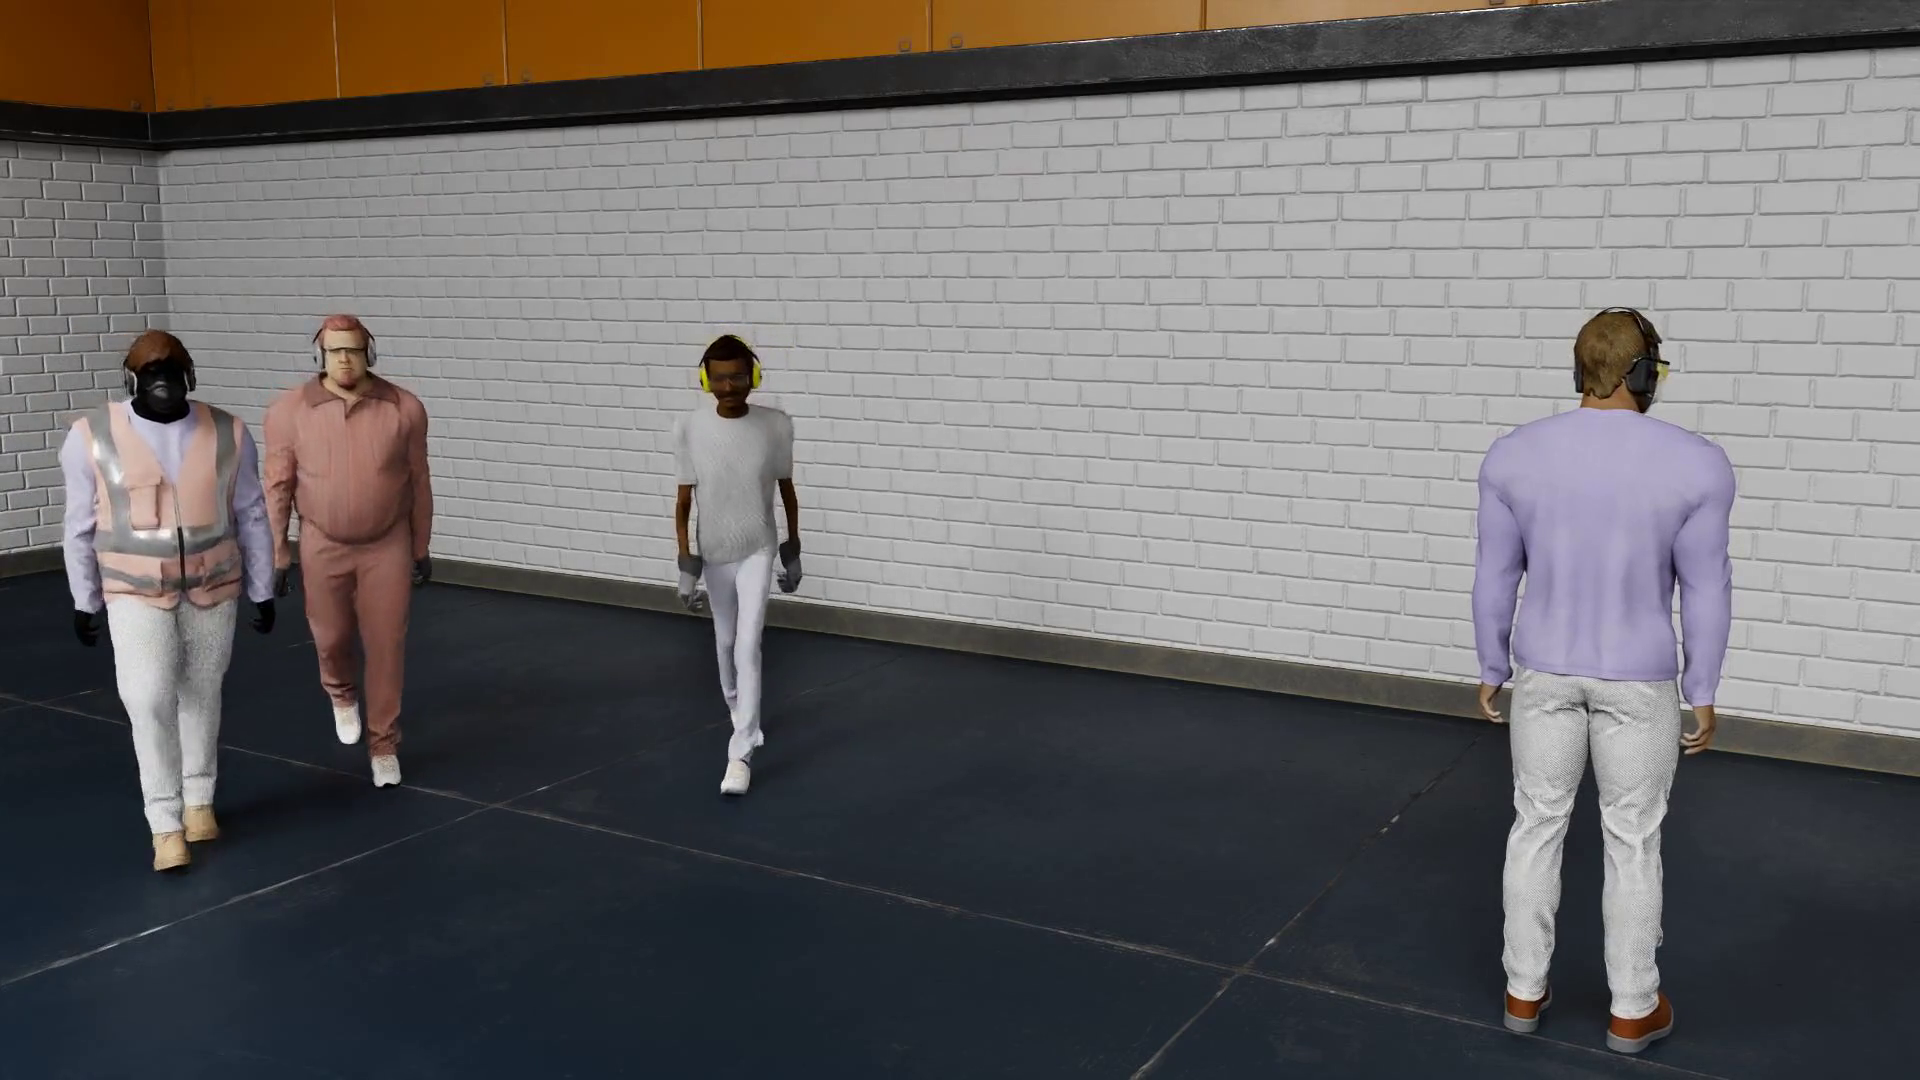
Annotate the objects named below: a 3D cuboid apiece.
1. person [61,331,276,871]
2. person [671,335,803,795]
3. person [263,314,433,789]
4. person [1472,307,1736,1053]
[{"bbox_3d":[-2.668,0.206,5.714,0.654,1.819,0.756,-7,11,-36],"label":"person"},{"bbox_3d":[-0.897,0.058,6.777,0.504,1.798,1.006,-1,9,-4],"label":"person"},{"bbox_3d":[-2.497,0.007,6.821,0.654,1.872,0.931,-3,10,-20],"label":"person"},{"bbox_3d":[1.664,0.365,4.366,0.633,1.936,0.355,5,11,31],"label":"person"}]
